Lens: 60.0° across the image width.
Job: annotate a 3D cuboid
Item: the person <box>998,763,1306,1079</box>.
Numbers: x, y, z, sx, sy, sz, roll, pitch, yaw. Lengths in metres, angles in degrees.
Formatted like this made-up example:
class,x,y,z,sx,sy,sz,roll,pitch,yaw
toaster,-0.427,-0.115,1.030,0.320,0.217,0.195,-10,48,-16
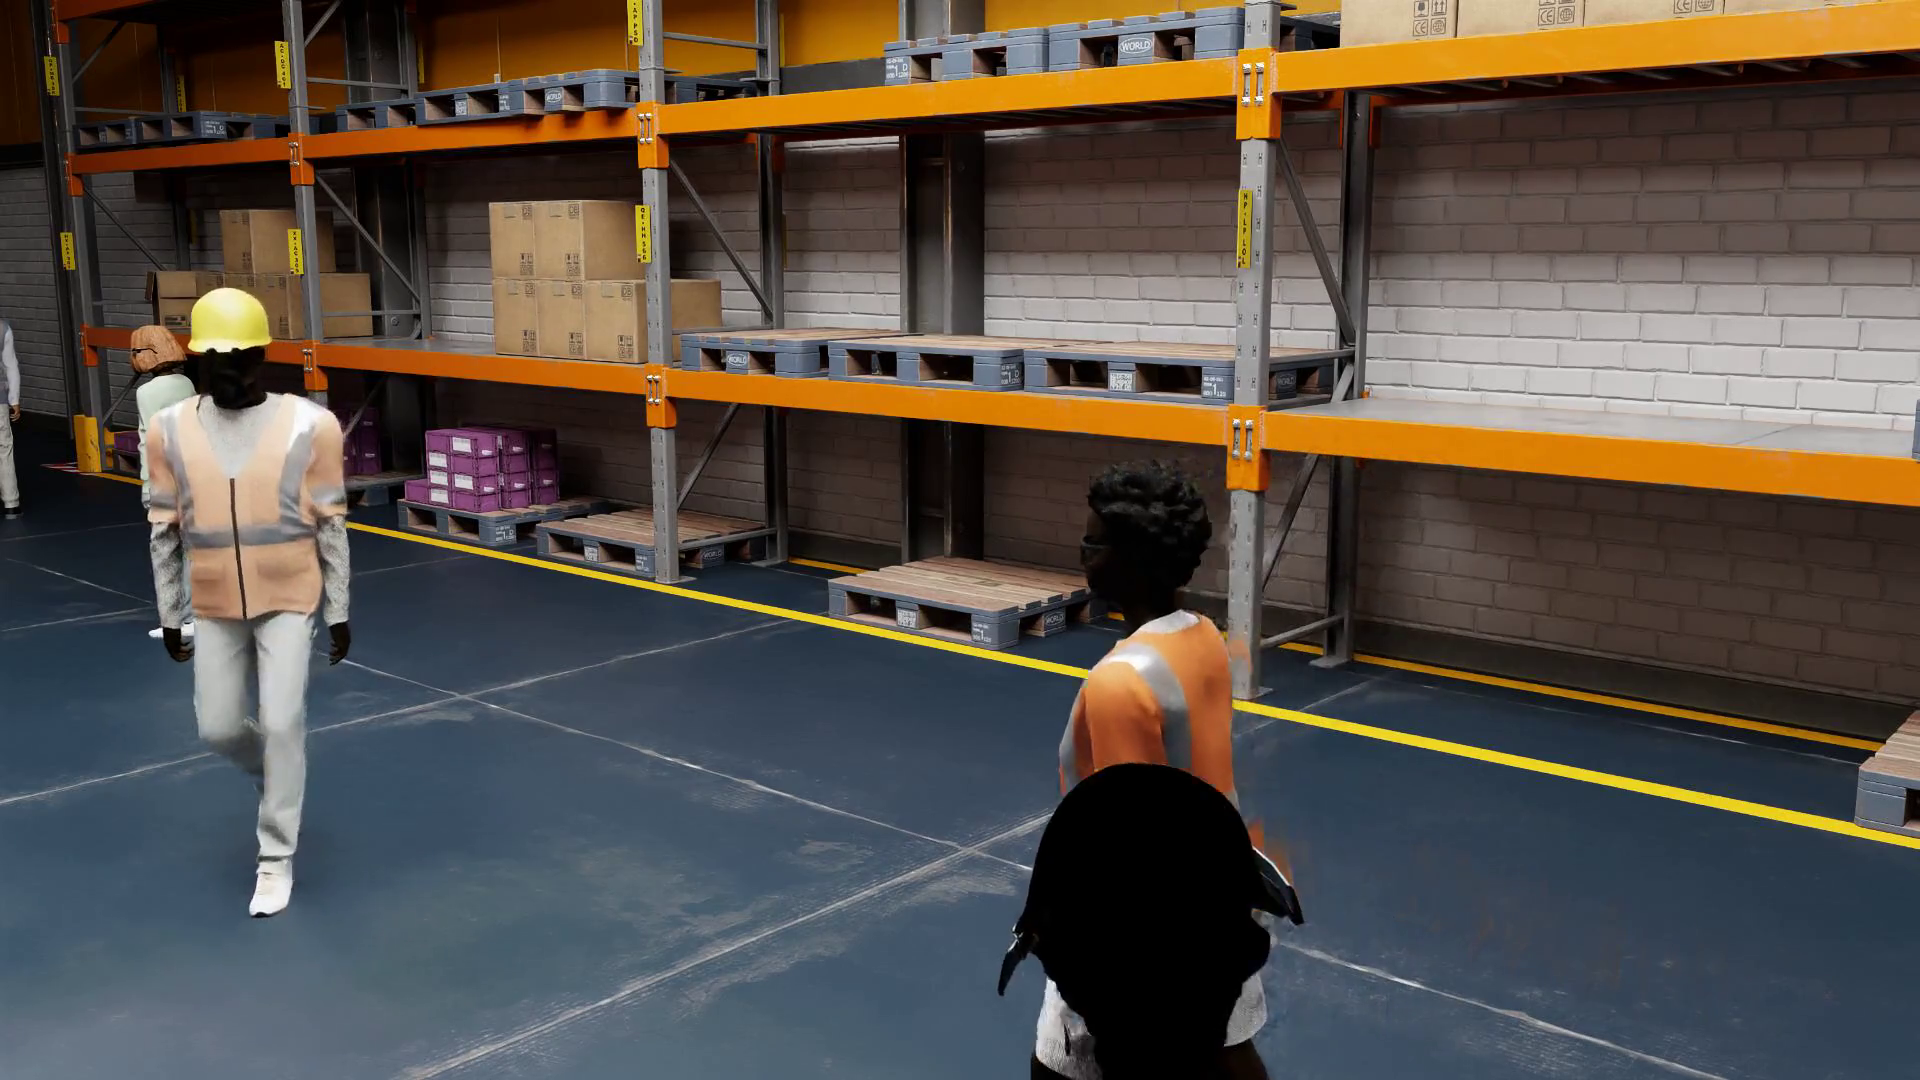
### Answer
class,x,y,z,sx,sy,sz,roll,pitch,yaw
person,0.108,0.967,1.060,0.522,1.769,0.312,1,10,8

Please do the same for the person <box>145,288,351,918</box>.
class,x,y,z,sx,sy,sz,roll,pitch,yaw
person,-2.202,0.166,5.218,0.593,1.906,0.673,-1,10,-7

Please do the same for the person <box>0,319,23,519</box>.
class,x,y,z,sx,sy,sz,roll,pitch,yaw
person,-7.288,-1.040,12.325,0.588,1.823,0.403,-6,12,-32

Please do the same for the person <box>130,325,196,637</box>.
class,x,y,z,sx,sy,sz,roll,pitch,yaw
person,-4.135,-0.308,8.727,0.288,1.626,0.498,0,10,1

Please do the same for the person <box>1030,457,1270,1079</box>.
class,x,y,z,sx,sy,sz,roll,pitch,yaw
person,0.346,0.671,3.064,0.896,1.649,0.542,5,11,28
